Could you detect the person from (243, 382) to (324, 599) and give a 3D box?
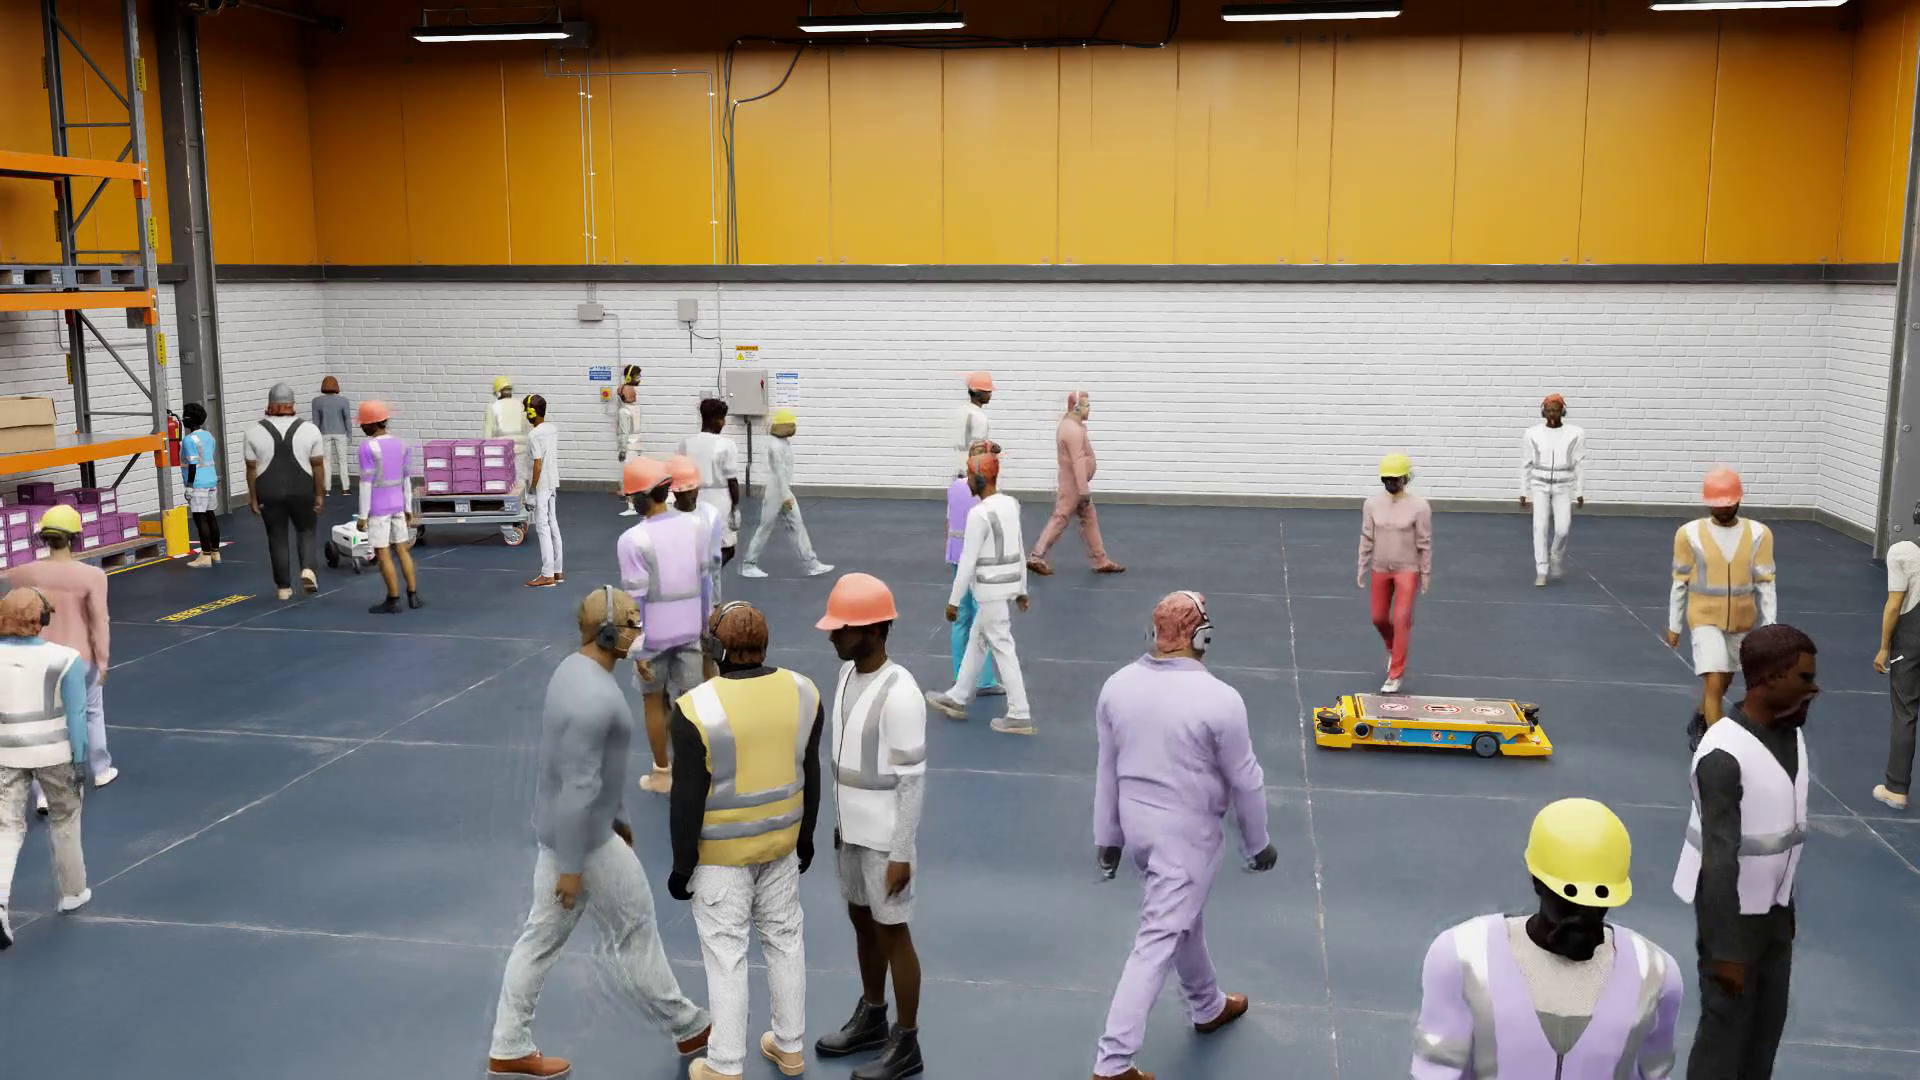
[{"bbox_3d":[-6.277,-0.468,15.472,0.687,2.000,0.536,-4,10,-22],"label":"person"}]

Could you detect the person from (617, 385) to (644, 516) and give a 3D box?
[{"bbox_3d":[-4.107,-1.114,20.734,0.315,1.636,0.515,2,9,13],"label":"person"}]

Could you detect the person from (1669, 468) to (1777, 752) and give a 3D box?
[{"bbox_3d":[4.635,0.471,10.150,0.572,1.890,0.984,2,9,10],"label":"person"}]

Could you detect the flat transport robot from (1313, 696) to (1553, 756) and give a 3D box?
[{"bbox_3d":[3.023,1.179,10.728,1.431,0.197,0.652,2,9,10],"label":"flat transport robot"}]

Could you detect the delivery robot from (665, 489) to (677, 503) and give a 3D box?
[{"bbox_3d":[-3.194,-0.478,19.838,0.707,0.478,0.477,1,9,3],"label":"delivery robot"}]

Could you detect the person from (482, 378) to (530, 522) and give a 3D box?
[{"bbox_3d":[-5.530,-1.085,20.210,0.659,1.744,0.967,-7,11,-36],"label":"person"}]

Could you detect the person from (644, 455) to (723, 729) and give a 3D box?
[{"bbox_3d":[-1.774,0.371,10.760,0.582,1.871,1.017,-5,10,-28],"label":"person"}]

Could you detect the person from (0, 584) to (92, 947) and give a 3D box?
[{"bbox_3d":[-4.256,1.009,7.606,0.513,1.614,0.742,-2,9,-13],"label":"person"}]

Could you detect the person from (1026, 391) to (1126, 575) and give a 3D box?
[{"bbox_3d":[1.133,-0.559,16.631,1.005,1.861,0.662,0,9,2],"label":"person"}]

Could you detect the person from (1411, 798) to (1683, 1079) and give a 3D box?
[{"bbox_3d":[1.343,1.487,3.875,0.604,1.871,1.009,1,9,9],"label":"person"}]

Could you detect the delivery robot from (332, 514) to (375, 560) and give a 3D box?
[{"bbox_3d":[-6.145,-0.018,16.989,0.477,0.478,0.707,-7,11,-37],"label":"delivery robot"}]

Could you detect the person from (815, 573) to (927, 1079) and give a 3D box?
[{"bbox_3d":[-0.348,1.076,6.221,0.377,1.933,0.551,-5,11,-29],"label":"person"}]

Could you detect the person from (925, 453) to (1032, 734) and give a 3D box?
[{"bbox_3d":[0.095,0.345,11.013,0.938,1.843,0.598,5,10,26],"label":"person"}]

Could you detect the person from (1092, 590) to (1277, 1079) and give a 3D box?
[{"bbox_3d":[0.810,1.114,6.282,1.031,1.849,0.629,-8,12,-39],"label":"person"}]

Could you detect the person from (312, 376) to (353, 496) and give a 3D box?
[{"bbox_3d":[-8.516,-1.412,22.589,0.507,1.630,0.268,-2,9,-12],"label":"person"}]

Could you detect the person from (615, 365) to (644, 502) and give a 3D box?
[{"bbox_3d":[-4.312,-1.379,21.775,0.416,1.837,0.560,1,9,9],"label":"person"}]

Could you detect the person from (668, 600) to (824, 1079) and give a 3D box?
[{"bbox_3d":[-0.807,1.131,6.165,0.636,1.842,0.429,-7,12,-39],"label":"person"}]

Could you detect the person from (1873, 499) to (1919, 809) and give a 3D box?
[{"bbox_3d":[5.454,0.610,9.389,0.517,1.843,0.325,1,9,8],"label":"person"}]

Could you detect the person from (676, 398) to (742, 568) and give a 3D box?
[{"bbox_3d":[-2.223,-0.281,14.607,0.659,1.943,0.635,4,10,23],"label":"person"}]

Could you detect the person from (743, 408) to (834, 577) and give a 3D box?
[{"bbox_3d":[-1.749,-0.455,16.462,0.923,1.690,0.503,2,9,10],"label":"person"}]

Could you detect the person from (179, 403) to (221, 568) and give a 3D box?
[{"bbox_3d":[-7.837,-0.564,17.128,0.315,1.697,0.541,0,9,-2],"label":"person"}]

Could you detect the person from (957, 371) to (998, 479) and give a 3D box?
[{"bbox_3d":[0.248,-0.730,17.167,0.662,2.014,0.639,-3,10,-16],"label":"person"}]

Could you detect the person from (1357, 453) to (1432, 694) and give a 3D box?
[{"bbox_3d":[3.211,0.211,12.178,0.545,1.740,0.603,8,12,40],"label":"person"}]

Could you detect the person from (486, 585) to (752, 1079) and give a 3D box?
[{"bbox_3d":[-1.338,1.100,6.232,0.986,1.878,0.637,-4,10,-21],"label":"person"}]

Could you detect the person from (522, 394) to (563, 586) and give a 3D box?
[{"bbox_3d":[-4.054,-0.477,16.082,0.328,1.865,0.521,2,9,10],"label":"person"}]

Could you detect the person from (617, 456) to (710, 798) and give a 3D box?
[{"bbox_3d":[-1.599,0.531,9.381,0.636,2.011,0.778,-8,12,-41],"label":"person"}]

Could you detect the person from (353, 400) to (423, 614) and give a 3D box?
[{"bbox_3d":[-5.092,-0.287,14.801,0.351,1.916,0.693,4,10,23],"label":"person"}]

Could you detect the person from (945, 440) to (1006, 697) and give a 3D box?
[{"bbox_3d":[0.112,0.202,11.949,0.402,1.836,0.564,-7,12,-37],"label":"person"}]

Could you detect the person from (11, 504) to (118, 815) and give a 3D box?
[{"bbox_3d":[-5.100,0.662,9.448,0.528,1.725,0.892,-2,9,-14],"label":"person"}]

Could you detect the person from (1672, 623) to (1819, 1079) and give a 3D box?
[{"bbox_3d":[2.559,1.218,5.443,0.626,1.908,0.412,-8,12,-40],"label":"person"}]

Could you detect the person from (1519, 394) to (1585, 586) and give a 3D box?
[{"bbox_3d":[5.710,-0.480,16.074,0.598,1.866,0.428,4,10,22],"label":"person"}]
